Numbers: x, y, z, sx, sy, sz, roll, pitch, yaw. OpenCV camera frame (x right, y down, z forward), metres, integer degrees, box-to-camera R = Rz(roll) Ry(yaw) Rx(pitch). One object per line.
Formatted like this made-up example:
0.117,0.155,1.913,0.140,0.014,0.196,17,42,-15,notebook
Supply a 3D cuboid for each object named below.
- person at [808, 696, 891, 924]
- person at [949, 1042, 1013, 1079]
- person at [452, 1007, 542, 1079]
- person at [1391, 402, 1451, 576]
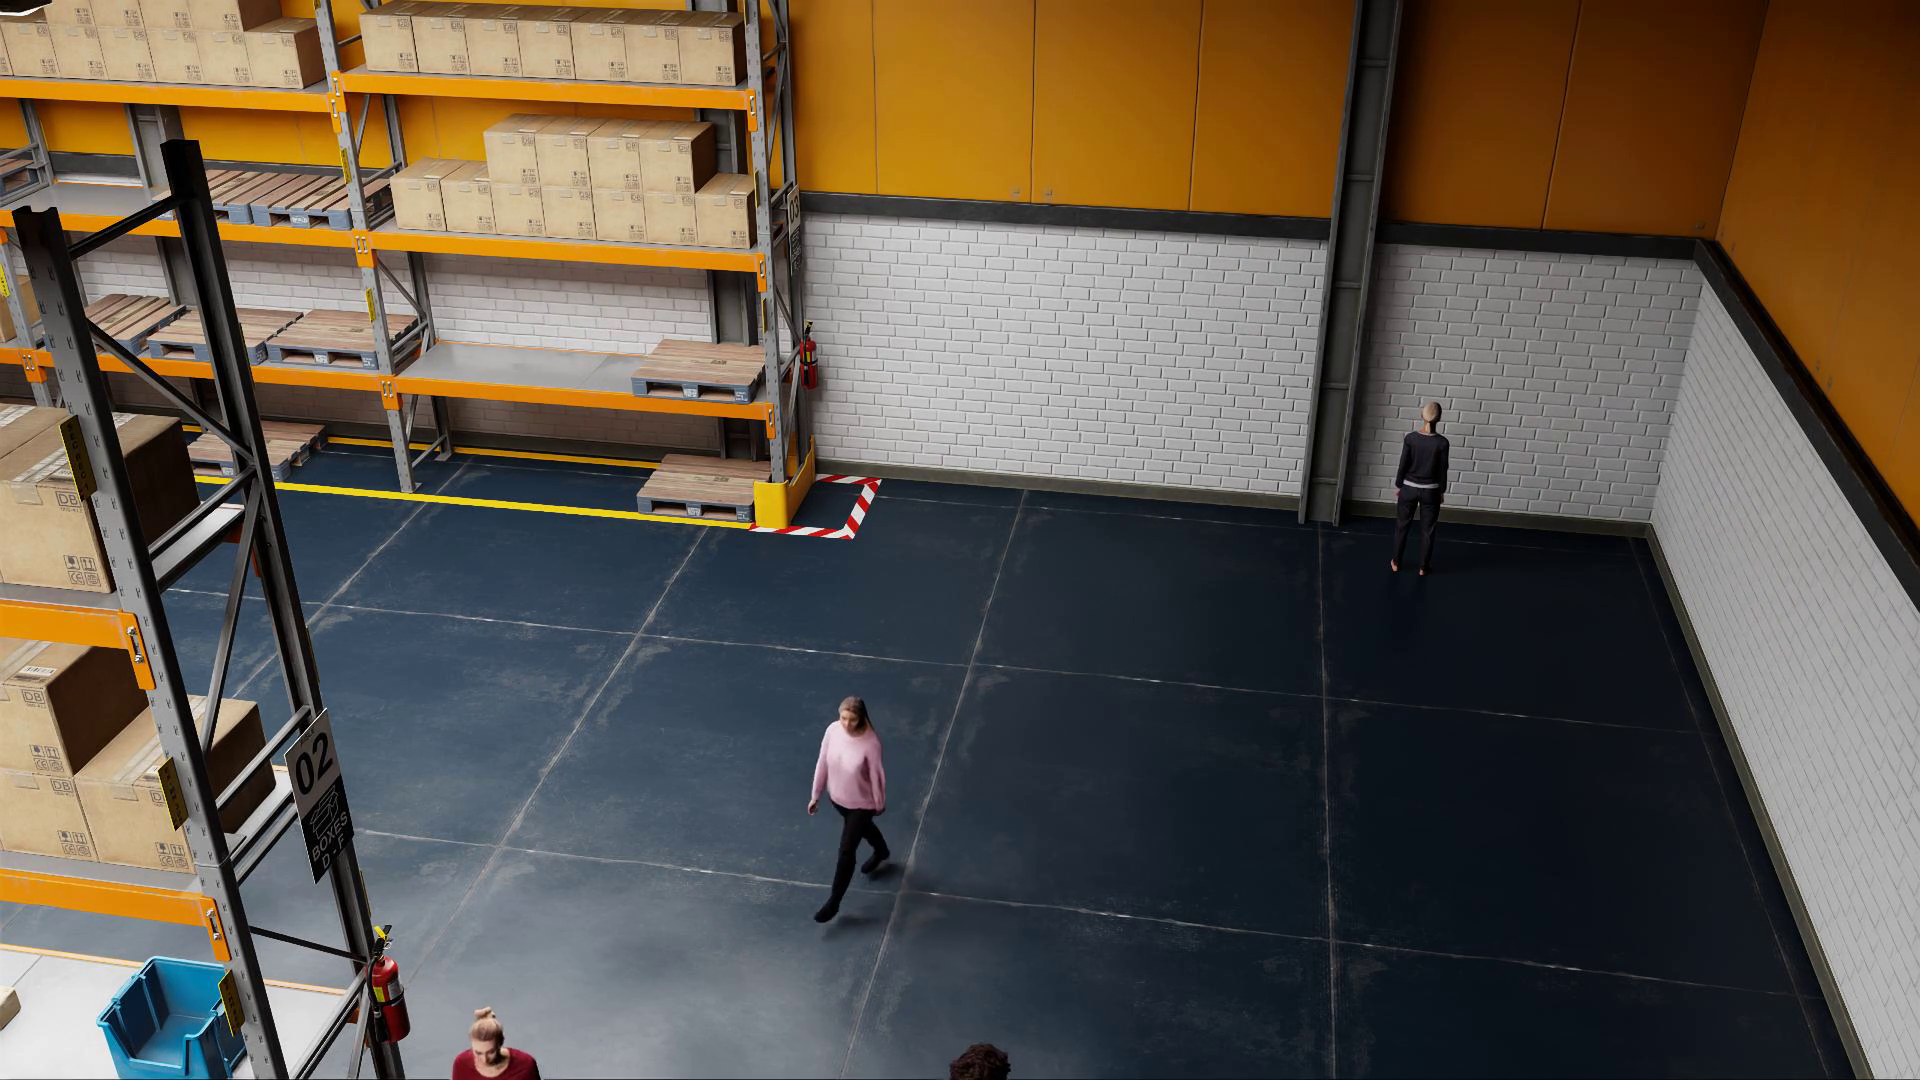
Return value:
-0.682,1.737,11.441,1.159,1.636,0.995,19,34,31,person
0.087,3.325,8.365,0.911,1.794,0.932,19,34,31,person
-2.438,3.130,8.866,1.056,1.658,0.784,0,29,0,person
4.275,-0.487,15.425,0.516,1.726,0.711,10,30,18,person
